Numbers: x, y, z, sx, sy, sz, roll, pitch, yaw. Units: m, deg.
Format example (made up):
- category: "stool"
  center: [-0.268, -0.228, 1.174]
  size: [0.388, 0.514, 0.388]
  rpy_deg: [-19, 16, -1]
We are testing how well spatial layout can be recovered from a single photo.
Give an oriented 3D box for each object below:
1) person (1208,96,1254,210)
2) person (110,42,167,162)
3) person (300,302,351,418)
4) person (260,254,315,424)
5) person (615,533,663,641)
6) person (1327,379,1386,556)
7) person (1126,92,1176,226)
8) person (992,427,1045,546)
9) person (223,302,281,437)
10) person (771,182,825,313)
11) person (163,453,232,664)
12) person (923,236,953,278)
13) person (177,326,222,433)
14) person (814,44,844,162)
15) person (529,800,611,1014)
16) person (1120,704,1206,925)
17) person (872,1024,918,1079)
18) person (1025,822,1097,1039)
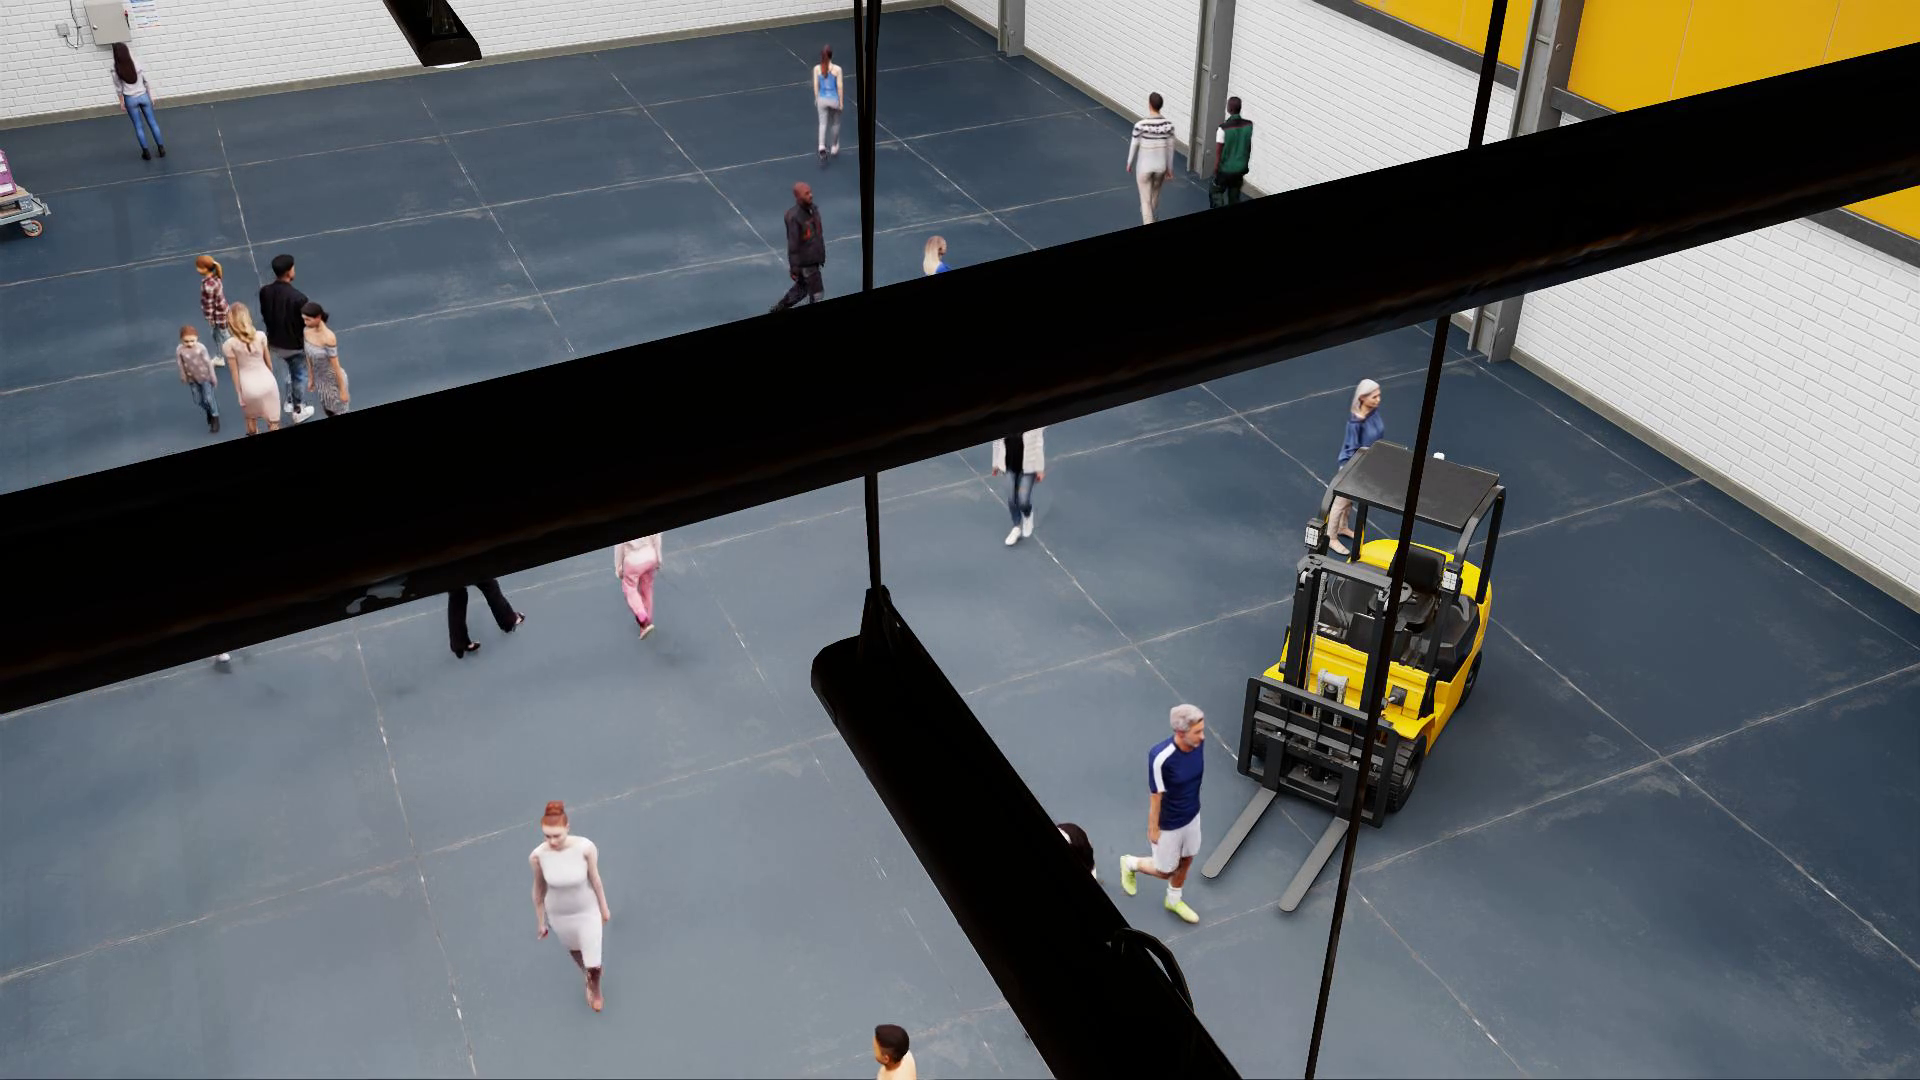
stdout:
- category: "person"
  center: [3.408, -4.572, 20.672]
  size: [0.716, 1.824, 0.697]
  rpy_deg: [-12, 36, -18]
- category: "person"
  center: [-11.463, -6.121, 23.177]
  size: [0.633, 1.630, 0.563]
  rpy_deg: [-21, 39, -29]
- category: "person"
  center: [-6.057, -1.510, 16.076]
  size: [0.684, 1.811, 0.785]
  rpy_deg: [21, 39, 28]
- category: "person"
  center: [-6.808, -1.968, 16.799]
  size: [0.834, 1.774, 0.904]
  rpy_deg: [10, 35, 14]
- category: "person"
  center: [-2.640, 0.196, 13.844]
  size: [0.601, 1.441, 0.733]
  rpy_deg: [-20, 38, -27]
- category: "person"
  center: [3.556, -0.686, 14.941]
  size: [0.713, 1.697, 0.704]
  rpy_deg: [23, 40, 30]
- category: "person"
  center: [2.403, -4.585, 20.694]
  size: [0.794, 1.820, 1.157]
  rpy_deg: [-9, 35, -13]
- category: "person"
  center: [0.564, -0.717, 15.050]
  size: [0.759, 1.627, 0.826]
  rpy_deg: [13, 36, 19]
- category: "person"
  center: [-6.660, -1.358, 15.865]
  size: [0.642, 1.793, 1.039]
  rpy_deg: [-21, 39, -28]
- category: "person"
  center: [-1.793, -3.140, 18.524]
  size: [1.260, 1.817, 1.173]
  rpy_deg: [13, 36, 18]
- category: "person"
  center: [-6.224, 0.174, 13.552]
  size: [0.858, 1.802, 1.185]
  rpy_deg: [-22, 40, -30]
- category: "person"
  center: [-0.244, -2.411, 17.532]
  size: [0.685, 1.700, 0.491]
  rpy_deg: [-17, 37, -24]
- category: "person"
  center: [-7.709, -1.673, 16.895]
  size: [0.599, 1.177, 0.644]
  rpy_deg: [-4, 34, -6]
- category: "person"
  center: [-1.835, -6.057, 23.117]
  size: [0.884, 1.591, 1.057]
  rpy_deg: [4, 34, 6]
- category: "person"
  center: [-2.402, 2.266, 10.421]
  size: [0.692, 1.782, 0.754]
  rpy_deg: [-3, 34, -4]
- category: "person"
  center: [1.369, 1.794, 11.095]
  size: [0.784, 1.823, 0.945]
  rpy_deg: [-26, 42, -34]
- category: "person"
  center: [-0.274, 3.228, 9.289]
  size: [0.895, 1.434, 0.983]
  rpy_deg: [3, 34, 4]
- category: "person"
  center: [0.613, 2.403, 10.189]
  size: [0.852, 1.812, 0.916]
  rpy_deg: [14, 36, 20]
